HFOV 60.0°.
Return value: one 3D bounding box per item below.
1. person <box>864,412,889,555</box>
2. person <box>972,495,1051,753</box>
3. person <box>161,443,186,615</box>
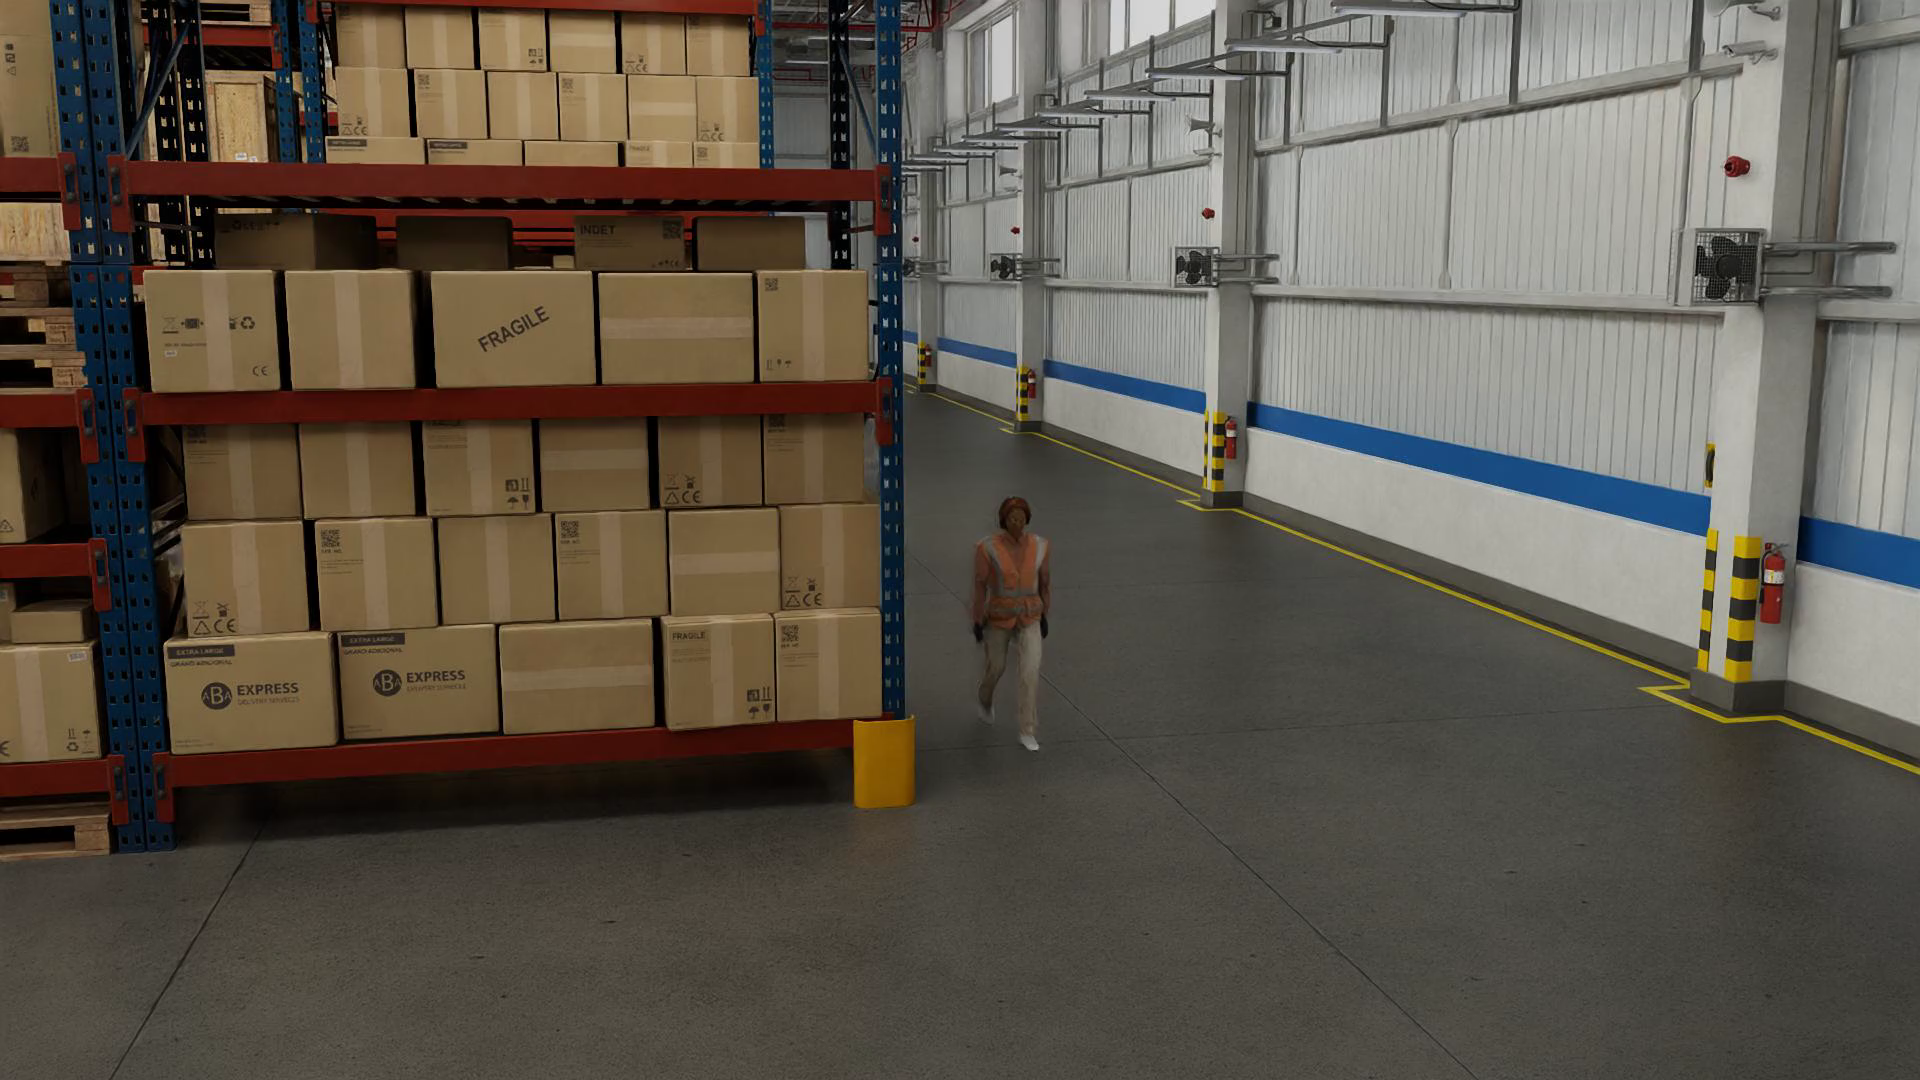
[{"bbox_3d":[-0.979,-0.620,16.845,0.605,1.814,0.737,4,10,22],"label":"person"},{"bbox_3d":[0.314,0.496,10.651,0.520,1.609,0.743,-2,10,-13],"label":"person"},{"bbox_3d":[-5.297,0.203,11.581,1.026,1.888,0.637,0,9,-3],"label":"person"}]
